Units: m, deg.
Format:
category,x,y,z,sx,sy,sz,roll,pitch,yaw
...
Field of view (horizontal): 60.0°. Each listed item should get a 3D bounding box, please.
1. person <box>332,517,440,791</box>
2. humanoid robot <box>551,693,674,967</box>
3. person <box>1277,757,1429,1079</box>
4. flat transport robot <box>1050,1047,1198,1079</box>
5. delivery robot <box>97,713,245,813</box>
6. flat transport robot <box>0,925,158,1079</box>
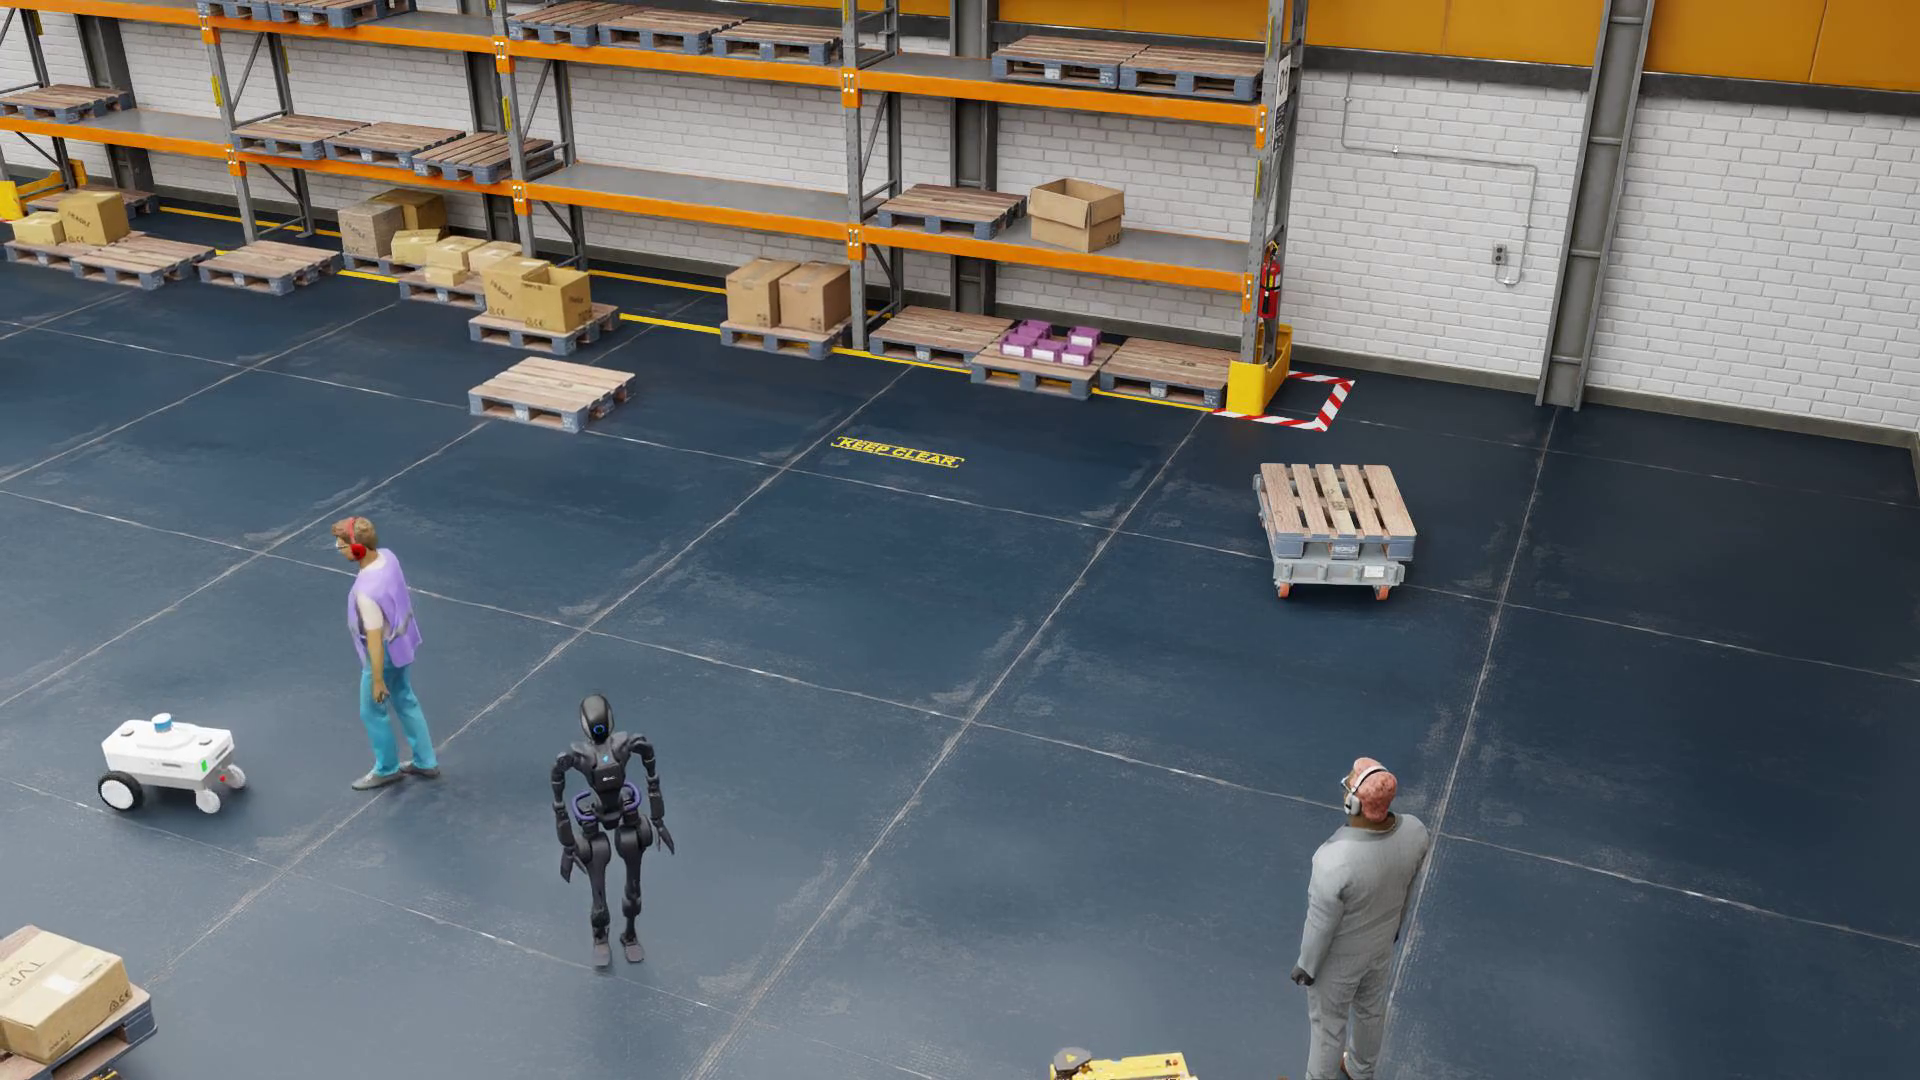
category,x,y,z,sx,sy,sz,roll,pitch,yaw
person,-3.478,0.682,9.911,0.520,1.827,0.623,-2,27,-3
humanoid robot,-1.774,1.486,8.513,0.589,1.651,0.335,-12,30,-23
person,1.777,1.822,7.615,0.642,1.907,0.412,-17,32,-30
flat transport robot,0.848,2.837,7.430,0.659,0.231,1.431,-3,27,-6
delivery robot,-4.773,1.319,10.049,0.773,0.582,0.499,5,28,9
flat transport robot,-4.635,2.586,7.917,1.431,0.231,0.659,16,31,28
